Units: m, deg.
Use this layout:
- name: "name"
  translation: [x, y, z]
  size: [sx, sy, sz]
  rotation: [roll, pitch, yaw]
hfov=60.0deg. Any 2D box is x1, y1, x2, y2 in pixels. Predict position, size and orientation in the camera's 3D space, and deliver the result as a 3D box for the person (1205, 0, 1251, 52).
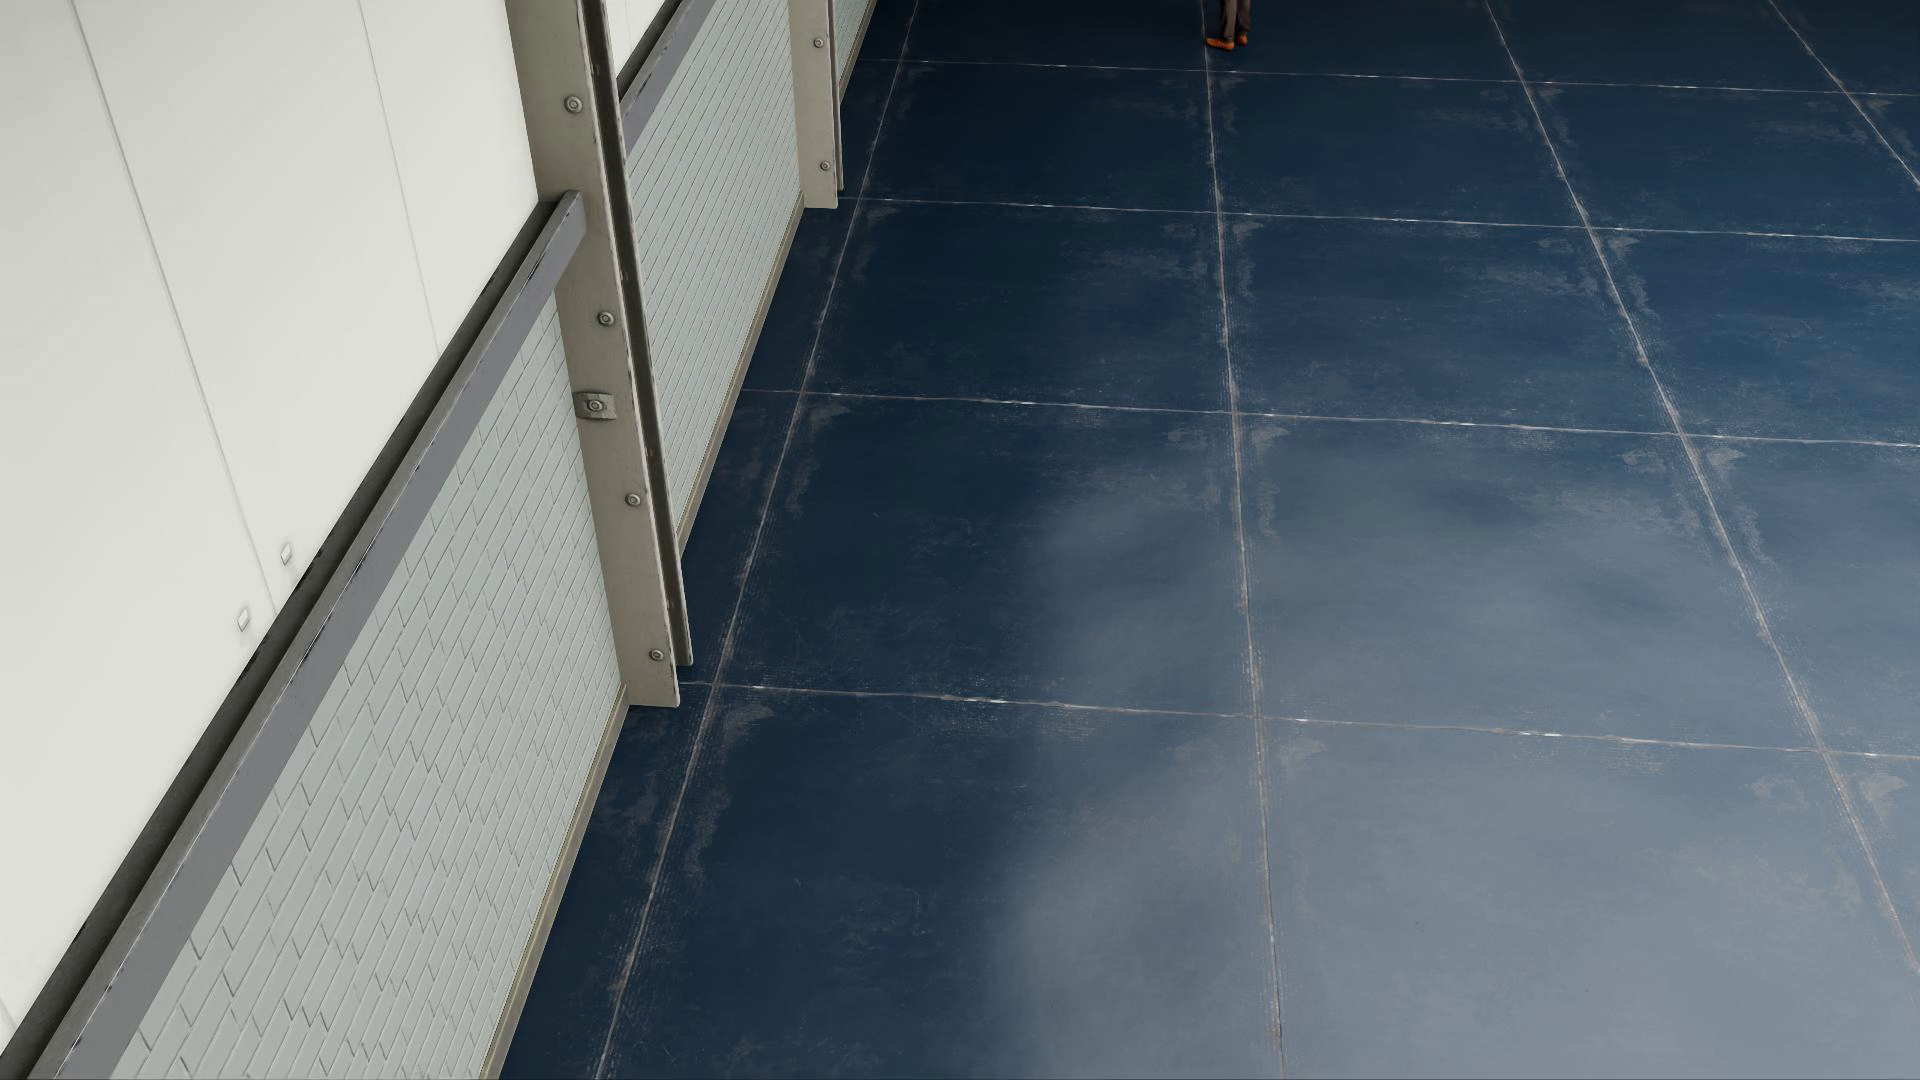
- name: "person"
  translation: [2.690, -5.707, 16.061]
  size: [0.780, 1.907, 0.838]
  rotation: [-27, 45, -30]
